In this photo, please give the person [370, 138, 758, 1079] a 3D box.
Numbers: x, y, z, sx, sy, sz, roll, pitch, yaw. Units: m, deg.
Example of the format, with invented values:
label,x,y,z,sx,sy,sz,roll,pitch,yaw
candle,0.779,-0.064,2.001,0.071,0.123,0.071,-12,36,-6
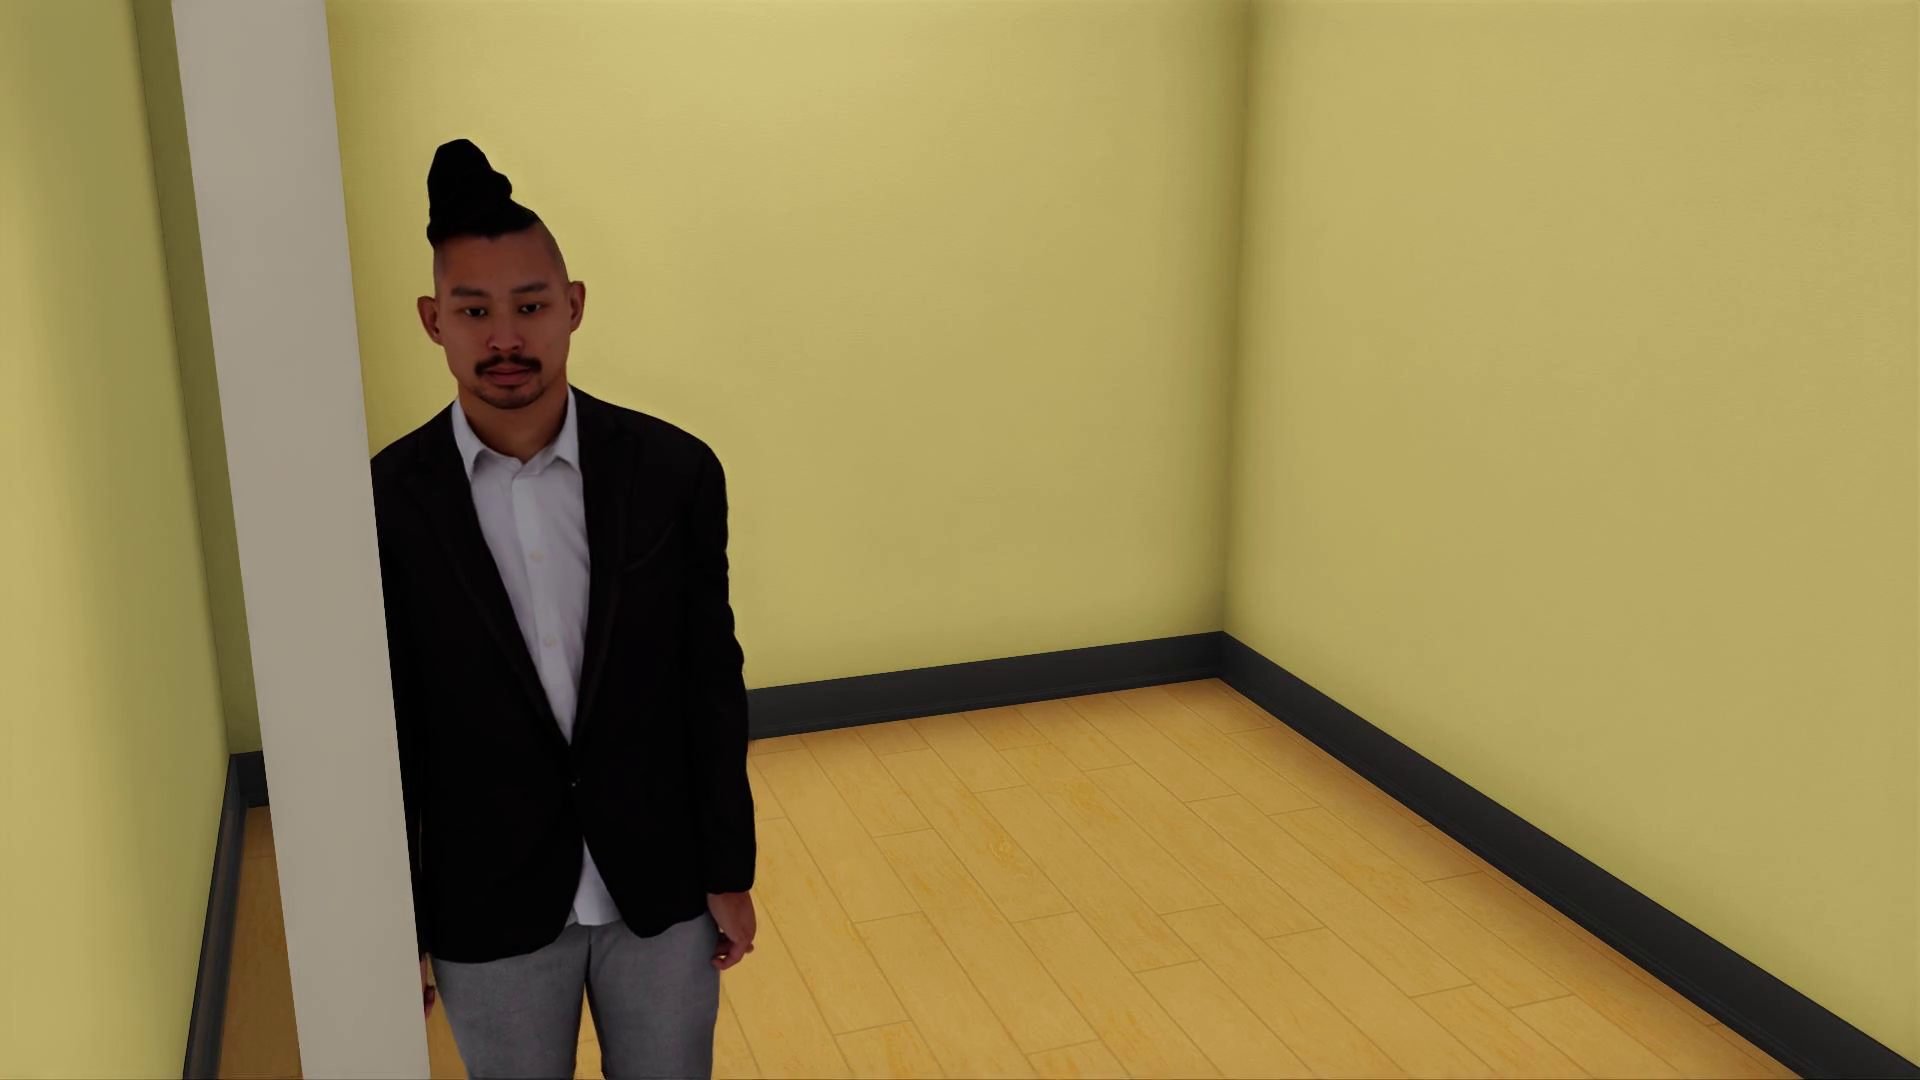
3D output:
label,x,y,z,sx,sy,sz,roll,pitch,yaw
person,-0.560,0.433,2.344,0.513,1.951,0.755,-6,17,-19
